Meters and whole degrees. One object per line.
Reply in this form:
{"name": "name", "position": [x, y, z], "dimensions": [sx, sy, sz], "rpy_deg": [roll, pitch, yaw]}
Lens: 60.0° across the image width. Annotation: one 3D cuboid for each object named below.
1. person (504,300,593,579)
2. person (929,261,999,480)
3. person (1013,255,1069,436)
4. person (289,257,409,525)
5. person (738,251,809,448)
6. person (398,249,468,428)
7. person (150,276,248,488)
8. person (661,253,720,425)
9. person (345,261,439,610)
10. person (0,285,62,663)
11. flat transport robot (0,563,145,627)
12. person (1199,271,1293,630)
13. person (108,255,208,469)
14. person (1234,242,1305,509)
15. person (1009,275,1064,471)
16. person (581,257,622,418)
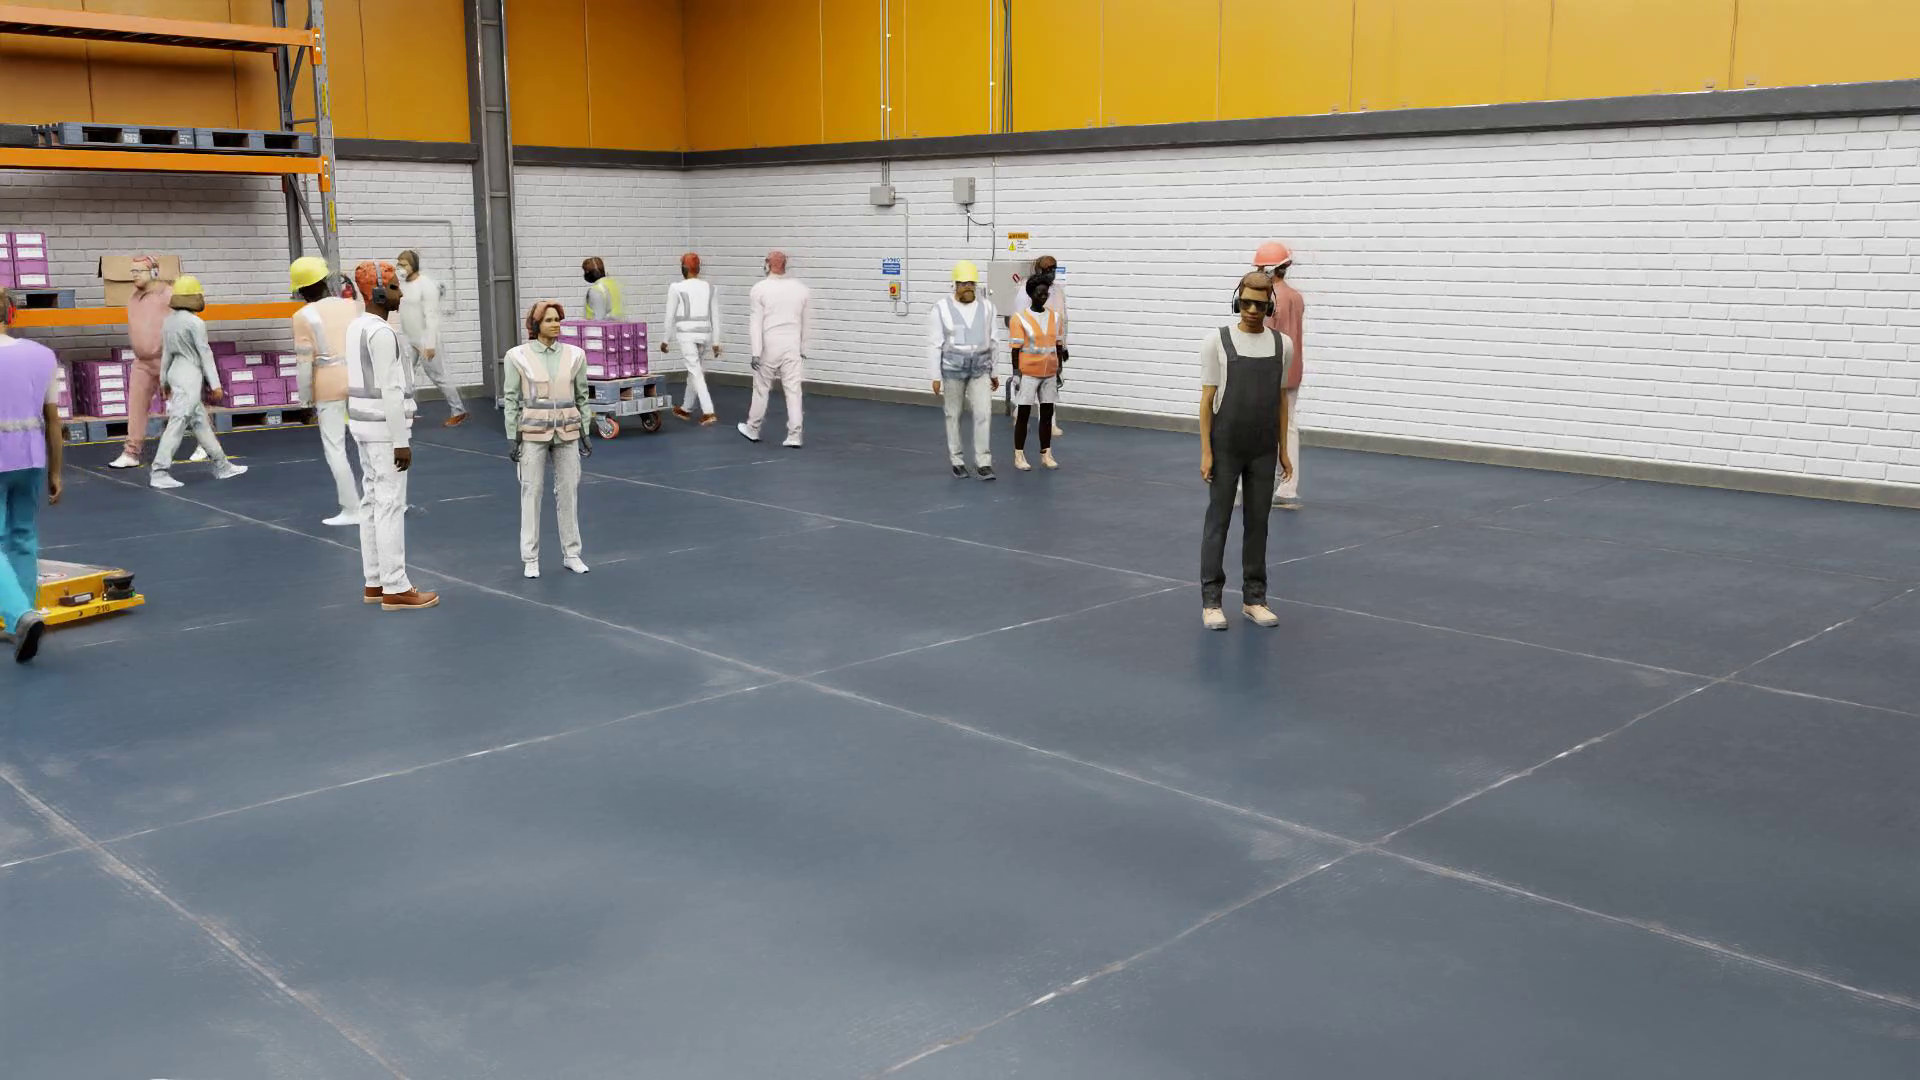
{"name": "person", "position": [-2.446, -0.601, 9.902], "dimensions": [0.522, 1.645, 0.306], "rpy_deg": [-6, 12, -30]}
{"name": "person", "position": [0.067, -1.376, 13.671], "dimensions": [0.625, 1.806, 0.763], "rpy_deg": [-3, 11, -14]}
{"name": "person", "position": [0.844, -1.966, 16.861], "dimensions": [0.627, 1.829, 0.466], "rpy_deg": [-9, 14, -41]}
{"name": "person", "position": [-4.286, -1.031, 11.623], "dimensions": [0.482, 1.876, 0.730], "rpy_deg": [8, 13, 38]}
{"name": "person", "position": [-1.793, -1.835, 16.028], "dimensions": [0.680, 1.858, 0.959], "rpy_deg": [-7, 12, -33]}
{"name": "person", "position": [-5.569, -2.063, 17.247], "dimensions": [0.630, 1.889, 1.024], "rpy_deg": [7, 12, 33]}
{"name": "person", "position": [-6.263, -1.290, 13.535], "dimensions": [0.501, 1.688, 0.917], "rpy_deg": [7, 13, 35]}
{"name": "person", "position": [-2.874, -2.162, 17.926], "dimensions": [0.572, 1.844, 0.991], "rpy_deg": [-9, 14, -42]}
{"name": "person", "position": [-3.122, -0.562, 9.041], "dimensions": [0.356, 1.883, 0.572], "rpy_deg": [-8, 13, -36]}
{"name": "person", "position": [-4.576, -0.330, 7.963], "dimensions": [0.736, 1.819, 0.573], "rpy_deg": [8, 13, 38]}
{"name": "flat transport robot", "position": [-5.169, 0.260, 8.956], "dimensions": [1.431, 0.197, 0.652], "rpy_deg": [5, 12, 25]}
{"name": "person", "position": [1.473, -0.456, 8.580], "dimensions": [0.506, 1.841, 0.346], "rpy_deg": [-2, 11, -13]}
{"name": "person", "position": [-7.076, -1.581, 14.694], "dimensions": [0.643, 1.861, 1.028], "rpy_deg": [4, 11, 19]}
{"name": "person", "position": [2.264, -1.214, 12.366], "dimensions": [0.621, 1.974, 0.672], "rpy_deg": [-10, 14, -44]}
{"name": "person", "position": [0.660, -1.440, 14.357], "dimensions": [0.530, 1.689, 0.322], "rpy_deg": [-6, 12, -28]}
{"name": "person", "position": [-3.838, -2.217, 18.329], "dimensions": [0.790, 1.799, 0.649], "rpy_deg": [2, 11, 10]}
